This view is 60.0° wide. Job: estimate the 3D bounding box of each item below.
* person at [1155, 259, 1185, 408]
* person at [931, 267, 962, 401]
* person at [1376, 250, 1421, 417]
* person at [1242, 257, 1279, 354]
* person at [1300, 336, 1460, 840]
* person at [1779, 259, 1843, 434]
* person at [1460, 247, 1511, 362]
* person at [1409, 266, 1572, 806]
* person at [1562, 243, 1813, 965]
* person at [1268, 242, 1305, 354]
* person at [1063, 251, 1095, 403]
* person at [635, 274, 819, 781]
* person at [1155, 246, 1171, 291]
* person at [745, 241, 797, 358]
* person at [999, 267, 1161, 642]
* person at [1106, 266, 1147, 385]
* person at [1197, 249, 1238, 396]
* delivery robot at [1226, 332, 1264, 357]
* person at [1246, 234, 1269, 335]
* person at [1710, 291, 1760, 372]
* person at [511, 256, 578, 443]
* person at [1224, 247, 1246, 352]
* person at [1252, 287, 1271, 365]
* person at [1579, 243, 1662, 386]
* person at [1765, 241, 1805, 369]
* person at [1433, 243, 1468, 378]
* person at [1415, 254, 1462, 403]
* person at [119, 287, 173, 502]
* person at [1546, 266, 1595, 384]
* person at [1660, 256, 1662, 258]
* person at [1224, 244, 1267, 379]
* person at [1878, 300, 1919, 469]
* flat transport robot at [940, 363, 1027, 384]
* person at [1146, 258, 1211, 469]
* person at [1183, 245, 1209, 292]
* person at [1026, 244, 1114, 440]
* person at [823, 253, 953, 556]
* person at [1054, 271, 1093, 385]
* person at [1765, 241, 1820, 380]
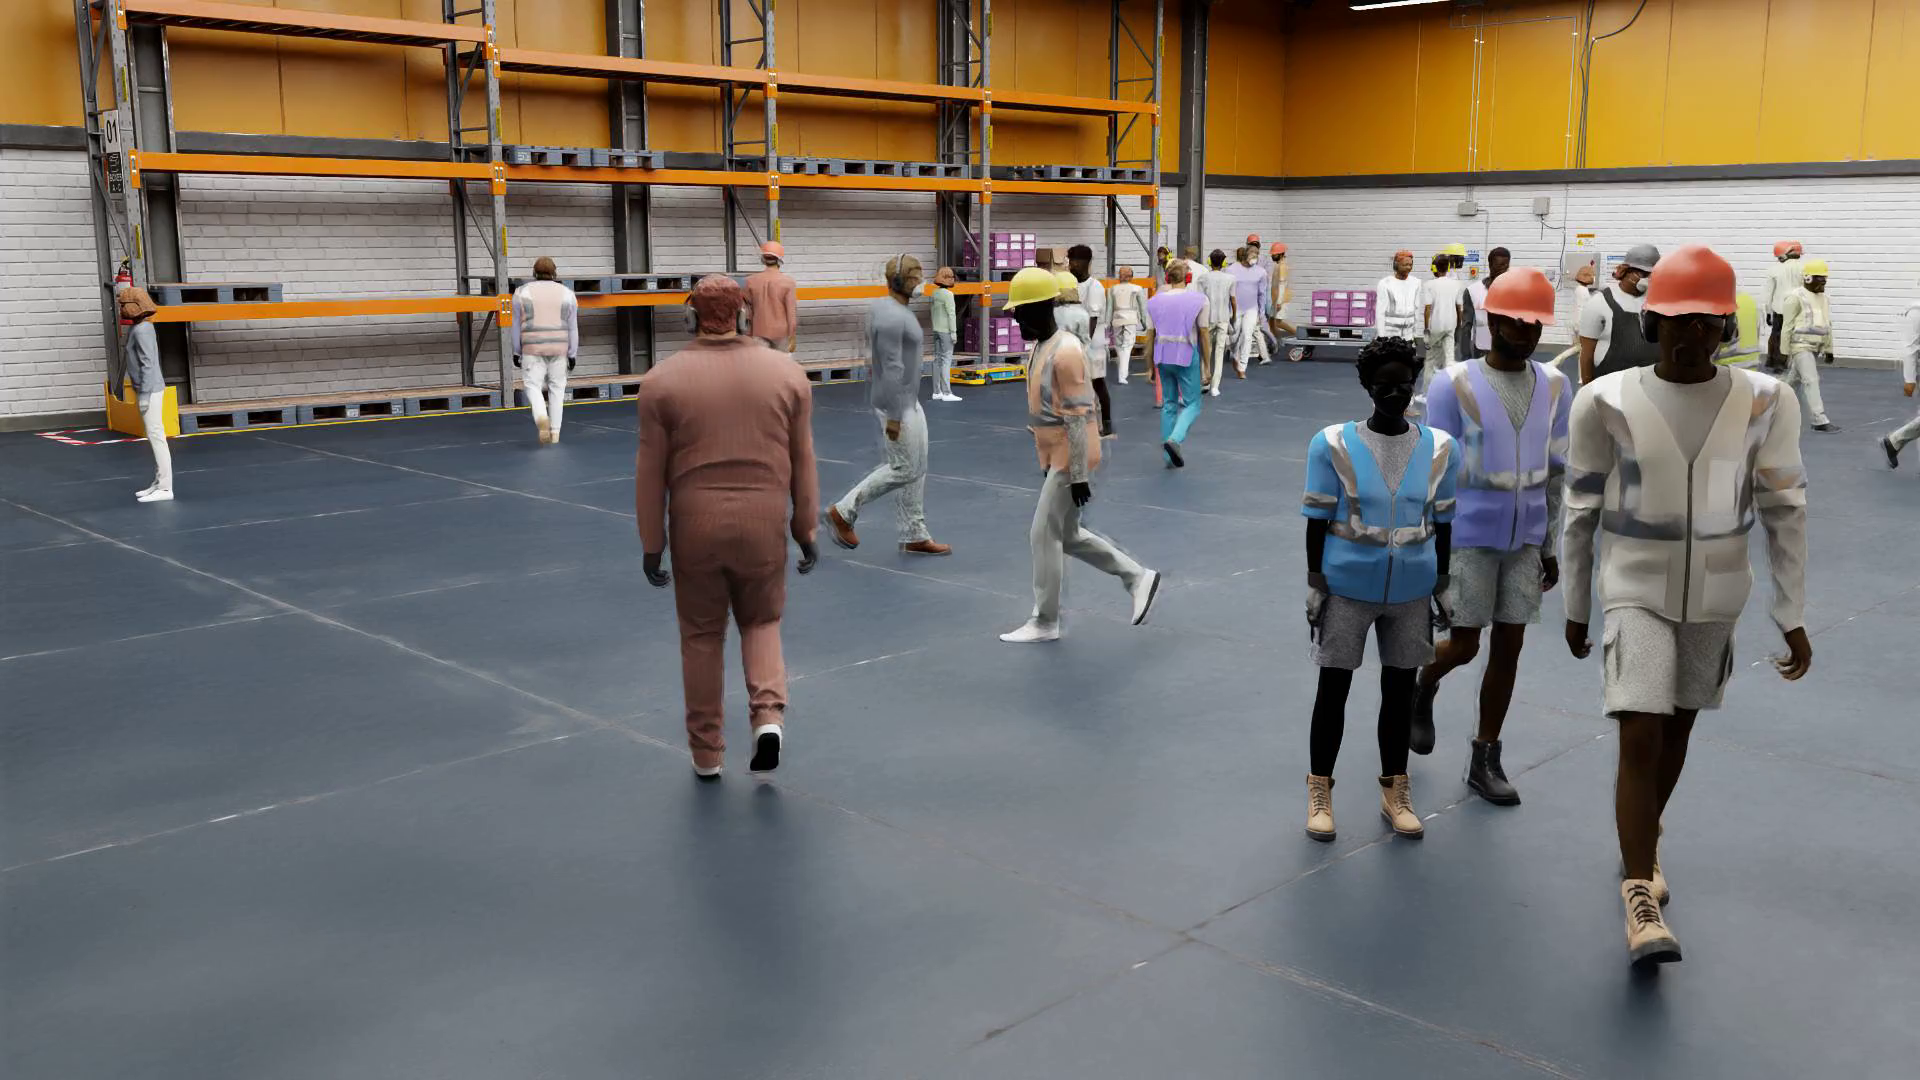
[{"bbox_3d":[2.506,-2.403,19.458,0.523,1.751,0.526,-7,12,-33],"label":"person"},{"bbox_3d":[-0.184,-2.527,20.433,0.281,1.634,0.498,-6,12,-29],"label":"person"},{"bbox_3d":[4.900,-2.279,18.474,0.654,1.854,0.743,-4,11,-20],"label":"person"},{"bbox_3d":[4.966,-3.900,27.643,0.696,1.725,0.580,-6,12,-30],"label":"person"},{"bbox_3d":[1.397,0.167,5.569,0.530,1.697,0.321,0,10,-1],"label":"person"},{"bbox_3d":[8.768,-2.013,17.234,0.611,1.786,0.943,-6,12,-30],"label":"person"},{"bbox_3d":[4.846,-1.690,15.115,0.645,1.911,0.447,-1,10,-5],"label":"person"},{"bbox_3d":[1.911,-0.030,6.044,0.541,1.918,0.576,-2,11,-10],"label":"person"},{"bbox_3d":[2.041,0.176,4.704,0.631,1.985,1.034,2,11,11],"label":"person"},{"bbox_3d":[5.496,-4.094,28.227,0.715,1.916,0.559,1,10,3],"label":"person"},{"bbox_3d":[1.245,-2.143,17.720,0.396,1.876,0.856,2,11,12],"label":"person"},{"bbox_3d":[-0.849,-0.027,6.127,0.690,1.880,0.521,-2,11,-13],"label":"person"},{"bbox_3d":[3.242,-3.683,26.167,0.471,1.848,0.566,-10,14,-43],"label":"person"},{"bbox_3d":[-2.079,-2.264,18.099,0.621,1.967,0.861,3,11,15],"label":"person"},{"bbox_3d":[0.599,-0.414,8.274,0.787,1.882,0.597,-1,10,-8],"label":"person"},{"bbox_3d":[2.298,-2.944,22.813,0.513,1.600,0.821,5,11,25],"label":"person"},{"bbox_3d":[3.269,-2.766,21.147,0.518,1.847,0.579,2,11,13],"label":"person"},{"bbox_3d":[4.552,-3.166,26.605,0.477,0.478,0.707,-4,11,-22],"label":"delivery robot"},{"bbox_3d":[5.197,-4.423,29.657,0.614,2.041,0.393,-3,11,-15],"label":"person"},{"bbox_3d":[5.865,-1.197,12.741,0.726,1.808,0.432,-7,13,-34],"label":"person"},{"bbox_3d":[-3.992,-1.821,16.061,0.634,1.826,0.712,-4,11,-23],"label":"person"},{"bbox_3d":[4.779,-4.112,28.581,0.506,1.816,0.555,-10,14,-42],"label":"person"},{"bbox_3d":[4.622,-3.550,26.137,0.544,1.591,0.891,-8,13,-37],"label":"person"},{"bbox_3d":[4.947,-1.250,12.360,0.670,2.000,0.989,-1,10,-6],"label":"person"},{"bbox_3d":[12.597,-3.575,25.350,0.380,1.929,0.540,0,10,1],"label":"person"},{"bbox_3d":[6.821,-3.171,23.182,0.451,1.909,0.609,5,11,25],"label":"person"},{"bbox_3d":[5.711,-2.473,19.673,0.547,1.817,1.021,-1,10,-7],"label":"person"},{"bbox_3d":[-6.221,-1.110,12.708,0.281,1.633,0.501,-5,11,-25],"label":"person"},{"bbox_3d":[8.413,-2.936,22.727,0.617,1.611,0.501,3,11,14],"label":"person"},{"bbox_3d":[5.368,-1.302,13.077,0.572,1.883,0.355,7,12,33],"label":"person"},{"bbox_3d":[4.039,-3.260,23.715,0.642,1.895,0.777,1,10,4],"label":"person"},{"bbox_3d":[8.052,-1.410,13.861,0.602,1.809,0.700,-5,12,-27],"label":"person"},{"bbox_3d":[0.356,-2.296,22.895,0.652,0.197,1.431,9,14,40],"label":"flat transport robot"},{"bbox_3d":[1.862,-1.500,14.305,0.585,1.826,0.530,6,12,28],"label":"person"},{"bbox_3d":[3.419,-3.458,24.894,0.615,1.870,1.013,0,10,1],"label":"person"},{"bbox_3d":[1.130,-1.925,16.345,0.953,1.918,0.633,-5,11,-25],"label":"person"},{"bbox_3d":[-0.443,-0.831,10.422,0.713,1.919,0.632,1,10,5],"label":"person"},{"bbox_3d":[0.875,-1.459,14.389,0.488,1.718,0.785,7,12,33],"label":"person"},{"bbox_3d":[11.640,-3.177,23.169,0.797,1.943,0.430,5,11,23],"label":"person"}]
